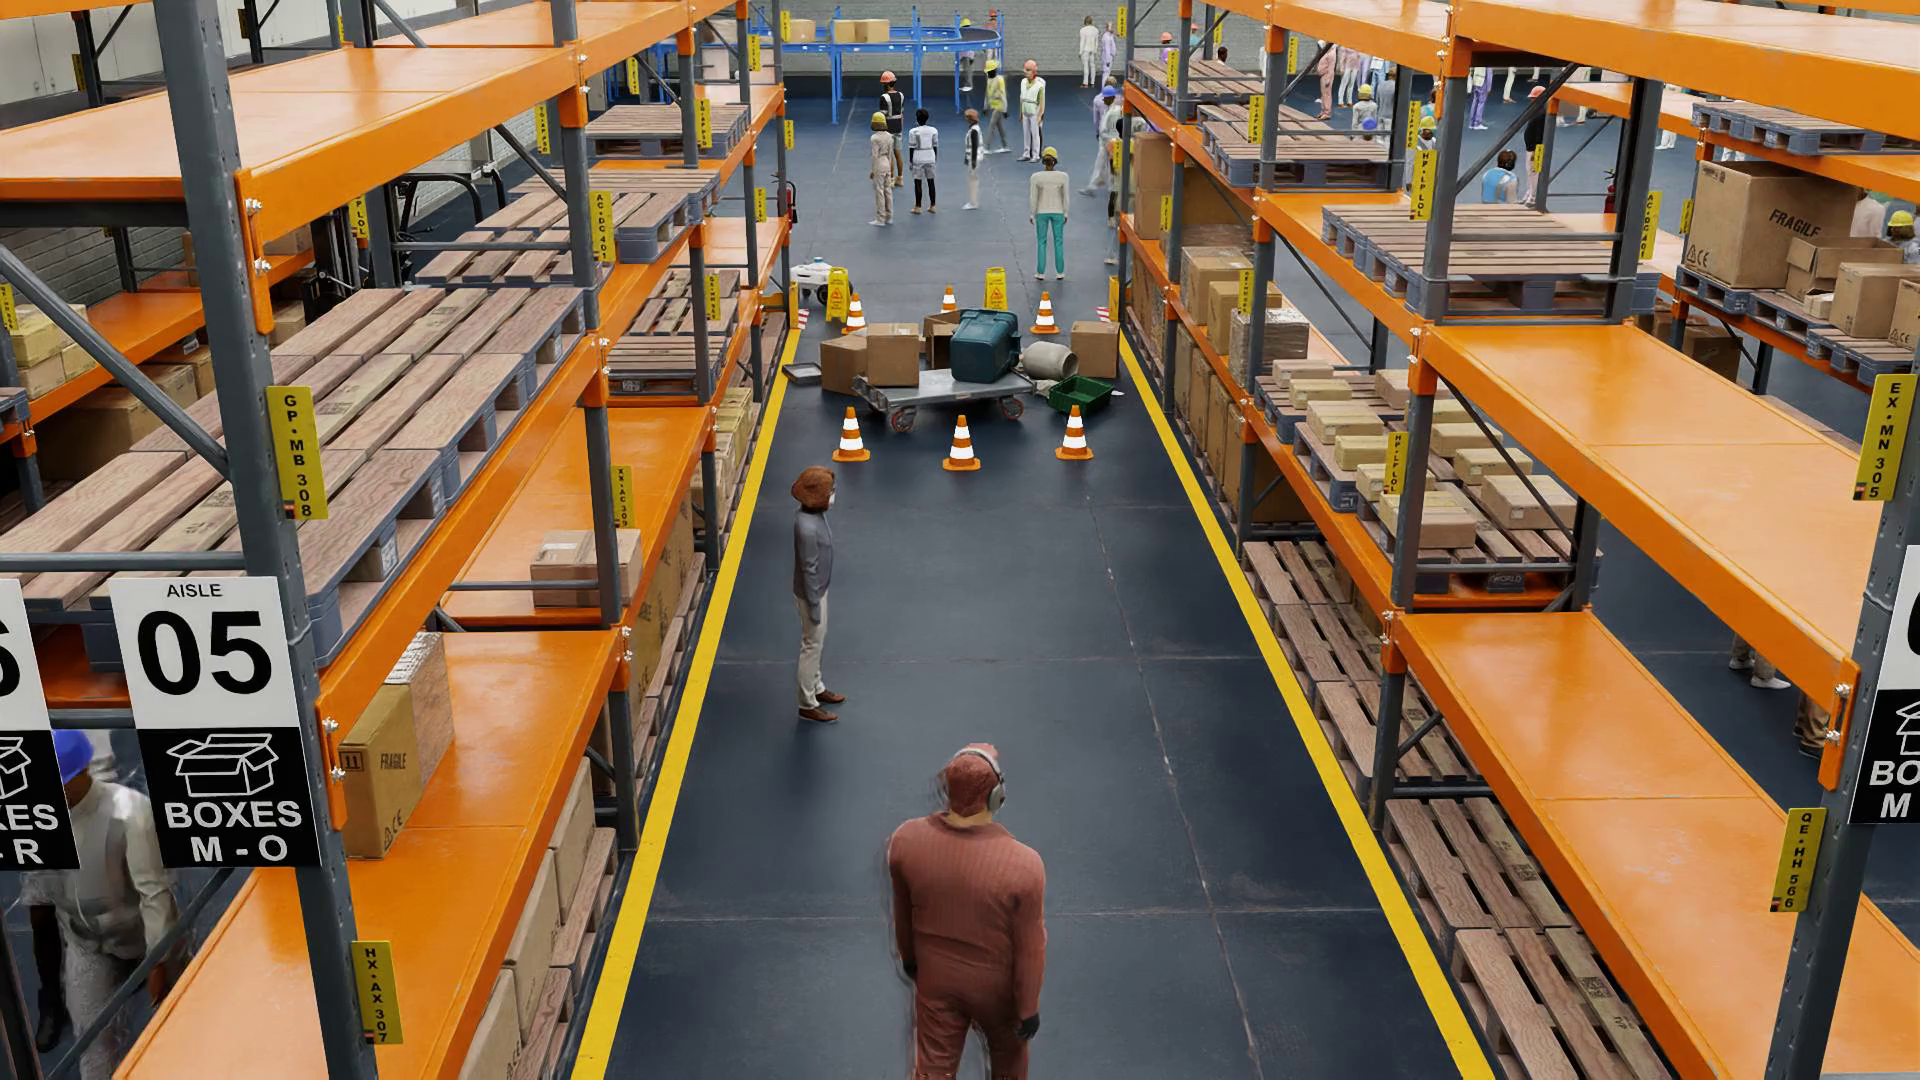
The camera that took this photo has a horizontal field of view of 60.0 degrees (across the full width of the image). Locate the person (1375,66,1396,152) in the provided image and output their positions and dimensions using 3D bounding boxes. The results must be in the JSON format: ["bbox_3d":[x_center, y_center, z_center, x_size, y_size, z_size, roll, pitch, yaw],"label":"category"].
[{"bbox_3d":[8.191,-8.063,31.828,0.380,1.930,0.629,-11,23,-26],"label":"person"}]

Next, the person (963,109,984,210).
[{"bbox_3d":[0.230,-6.330,27.657,0.325,1.636,0.524,0,21,0],"label":"person"}]

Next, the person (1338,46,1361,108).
[{"bbox_3d":[9.802,-11.861,41.871,0.623,1.932,0.378,-12,24,-29],"label":"person"}]

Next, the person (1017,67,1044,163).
[{"bbox_3d":[1.408,-8.387,32.795,0.377,1.842,0.569,-19,28,-41],"label":"person"}]

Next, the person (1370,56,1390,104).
[{"bbox_3d":[10.527,-11.822,41.789,0.389,1.911,0.593,-12,24,-30],"label":"person"}]

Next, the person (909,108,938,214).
[{"bbox_3d":[-0.600,-6.189,27.203,0.536,1.693,0.320,-11,23,-27],"label":"person"}]

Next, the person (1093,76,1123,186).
[{"bbox_3d":[2.692,-7.318,29.840,0.632,1.940,0.372,10,23,26],"label":"person"}]

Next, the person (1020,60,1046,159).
[{"bbox_3d":[1.432,-8.575,33.190,0.548,1.926,0.402,12,24,29],"label":"person"}]

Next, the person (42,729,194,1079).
[{"bbox_3d":[-3.311,1.519,6.571,0.616,1.895,1.031,2,21,6],"label":"person"}]

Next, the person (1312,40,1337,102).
[{"bbox_3d":[9.460,-12.345,43.192,0.692,1.902,0.552,-8,22,-20],"label":"person"}]

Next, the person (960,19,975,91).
[{"bbox_3d":[0.204,-13.388,45.945,0.483,1.930,0.604,-11,24,-28],"label":"person"}]

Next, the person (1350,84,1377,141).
[{"bbox_3d":[7.362,-7.439,30.432,0.484,1.744,0.295,-7,22,-17],"label":"person"}]

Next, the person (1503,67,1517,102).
[{"bbox_3d":[14.355,-12.307,43.144,0.328,1.861,0.500,1,21,3],"label":"person"}]

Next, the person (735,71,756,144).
[{"bbox_3d":[-4.550,-9.320,35.228,0.509,1.872,0.329,-16,26,-37],"label":"person"}]

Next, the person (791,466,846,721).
[{"bbox_3d":[-0.869,0.322,10.084,0.296,1.622,0.511,0,21,1],"label":"person"}]

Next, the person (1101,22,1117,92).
[{"bbox_3d":[4.017,-12.982,44.874,0.400,1.900,0.636,1,21,3],"label":"person"}]

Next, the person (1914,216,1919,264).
[{"bbox_3d":[10.901,-3.005,18.502,0.643,1.895,0.497,10,23,25],"label":"person"}]

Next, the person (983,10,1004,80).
[{"bbox_3d":[0.971,-14.487,48.727,0.617,1.986,0.408,-4,21,-9],"label":"person"}]

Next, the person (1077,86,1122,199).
[{"bbox_3d":[2.487,-6.795,28.489,0.971,1.903,0.630,-5,21,-14],"label":"person"}]

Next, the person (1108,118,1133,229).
[{"bbox_3d":[2.511,-5.718,25.943,0.318,1.699,0.533,18,27,40],"label":"person"}]

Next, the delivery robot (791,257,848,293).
[{"bbox_3d":[-1.793,-3.349,21.142,0.707,0.478,0.477,10,23,25],"label":"delivery robot"}]

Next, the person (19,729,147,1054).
[{"bbox_3d":[-3.877,1.255,7.276,0.563,1.914,0.734,0,21,1],"label":"person"}]

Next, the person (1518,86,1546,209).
[{"bbox_3d":[9.529,-6.515,27.637,0.382,1.993,0.622,4,21,11],"label":"person"}]

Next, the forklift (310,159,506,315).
[{"bbox_3d":[-5.622,-2.910,17.832,2.313,2.155,1.214,-1,21,-1],"label":"forklift"}]

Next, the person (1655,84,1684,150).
[{"bbox_3d":[14.783,-8.953,34.574,0.512,1.641,0.309,-12,24,-29],"label":"person"}]

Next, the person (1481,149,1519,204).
[{"bbox_3d":[6.972,-4.132,21.581,0.431,1.836,0.625,-6,22,-16],"label":"person"}]

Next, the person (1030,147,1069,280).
[{"bbox_3d":[1.195,-4.369,22.296,0.524,1.759,0.337,-1,21,-2],"label":"person"}]

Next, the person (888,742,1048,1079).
[{"bbox_3d":[0.034,1.626,6.307,0.654,1.867,0.902,9,23,23],"label":"person"}]

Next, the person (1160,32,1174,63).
[{"bbox_3d":[5.005,-11.363,40.532,0.374,1.935,0.552,7,22,17],"label":"person"}]

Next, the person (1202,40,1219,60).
[{"bbox_3d":[6.522,-12.556,43.678,0.552,1.942,0.342,-3,21,-9],"label":"person"}]

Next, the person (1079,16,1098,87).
[{"bbox_3d":[3.602,-13.736,46.803,0.635,1.937,0.352,-14,25,-33],"label":"person"}]

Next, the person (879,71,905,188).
[{"bbox_3d":[-1.250,-7.327,29.741,0.403,2.036,0.602,17,26,37],"label":"person"}]

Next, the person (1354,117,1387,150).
[{"bbox_3d":[5.938,-5.247,24.434,0.612,1.905,0.967,0,21,0],"label":"person"}]

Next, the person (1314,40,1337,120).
[{"bbox_3d":[8.683,-10.956,39.510,0.407,1.902,0.639,0,21,0],"label":"person"}]

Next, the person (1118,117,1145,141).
[{"bbox_3d":[2.919,-6.662,28.393,0.491,1.735,0.326,8,22,20],"label":"person"}]

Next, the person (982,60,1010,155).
[{"bbox_3d":[0.666,-8.789,33.826,0.947,1.860,0.705,-9,23,-23],"label":"person"}]

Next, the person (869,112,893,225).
[{"bbox_3d":[-1.268,-5.852,26.235,0.305,1.743,0.494,13,24,30],"label":"person"}]

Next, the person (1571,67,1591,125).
[{"bbox_3d":[14.466,-10.476,38.624,0.278,1.621,0.511,14,25,32],"label":"person"}]

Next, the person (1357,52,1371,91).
[{"bbox_3d":[10.994,-13.097,45.440,0.525,1.686,0.934,4,21,11],"label":"person"}]

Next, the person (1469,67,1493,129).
[{"bbox_3d":[11.850,-10.298,37.765,0.411,1.908,0.594,-8,22,-19],"label":"person"}]

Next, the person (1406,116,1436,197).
[{"bbox_3d":[6.949,-5.450,25.049,0.597,1.831,0.403,-13,24,-31],"label":"person"}]
